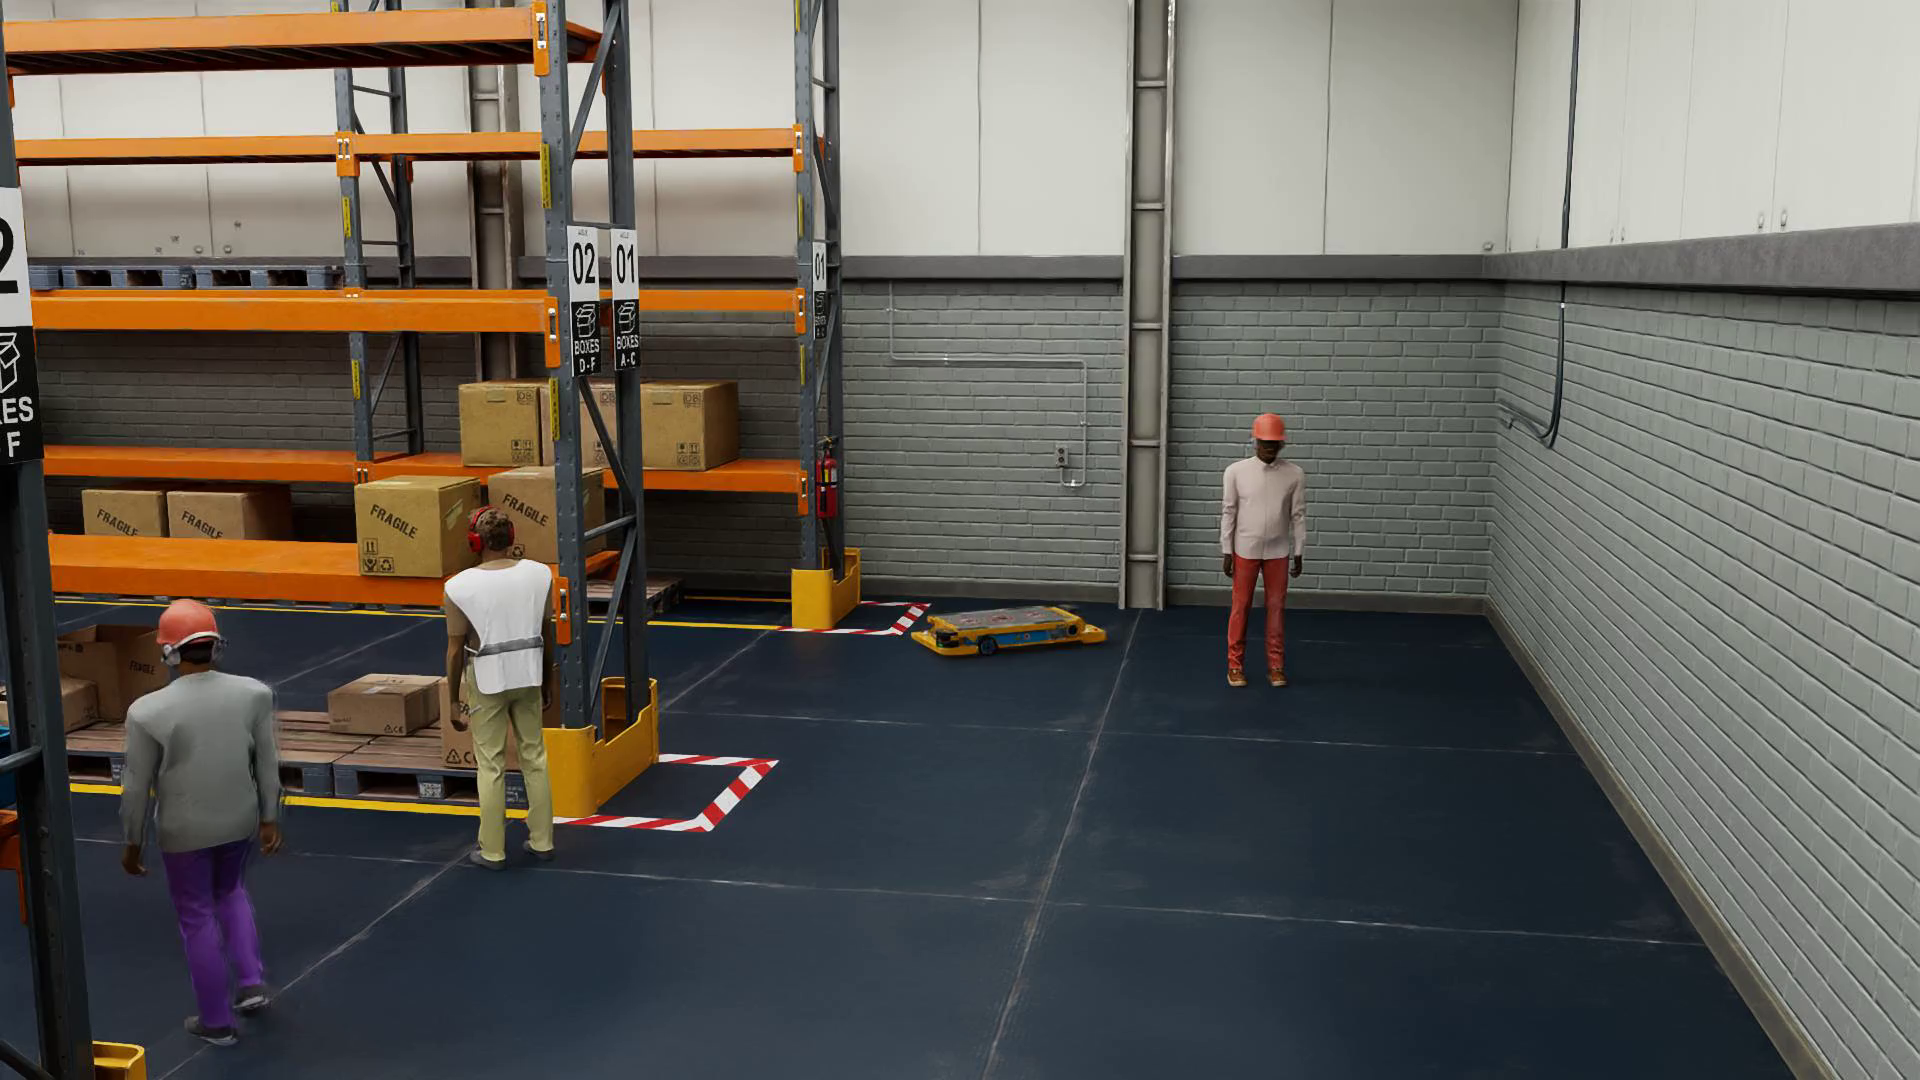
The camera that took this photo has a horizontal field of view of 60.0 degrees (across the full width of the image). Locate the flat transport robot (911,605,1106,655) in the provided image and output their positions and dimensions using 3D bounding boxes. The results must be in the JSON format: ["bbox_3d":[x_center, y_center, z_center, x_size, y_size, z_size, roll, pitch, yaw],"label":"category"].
[{"bbox_3d":[0.389,0.713,13.336,1.431,0.197,0.652,-4,10,-22],"label":"flat transport robot"}]

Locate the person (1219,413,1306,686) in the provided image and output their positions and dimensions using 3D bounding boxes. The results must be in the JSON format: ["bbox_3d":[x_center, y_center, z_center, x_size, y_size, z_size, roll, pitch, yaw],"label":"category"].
[{"bbox_3d":[2.185,0.076,11.991,0.618,1.987,0.404,-1,9,-3],"label":"person"}]

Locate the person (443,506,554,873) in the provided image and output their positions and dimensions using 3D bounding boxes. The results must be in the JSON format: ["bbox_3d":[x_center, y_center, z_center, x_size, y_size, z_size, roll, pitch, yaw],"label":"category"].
[{"bbox_3d":[-2.271,0.748,8.287,0.562,1.839,0.385,-7,12,-38],"label":"person"}]

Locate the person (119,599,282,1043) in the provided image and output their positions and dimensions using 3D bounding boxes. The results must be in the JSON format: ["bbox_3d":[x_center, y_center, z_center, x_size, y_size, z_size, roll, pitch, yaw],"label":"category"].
[{"bbox_3d":[-2.969,1.089,6.470,0.429,1.738,0.568,6,11,34],"label":"person"}]
